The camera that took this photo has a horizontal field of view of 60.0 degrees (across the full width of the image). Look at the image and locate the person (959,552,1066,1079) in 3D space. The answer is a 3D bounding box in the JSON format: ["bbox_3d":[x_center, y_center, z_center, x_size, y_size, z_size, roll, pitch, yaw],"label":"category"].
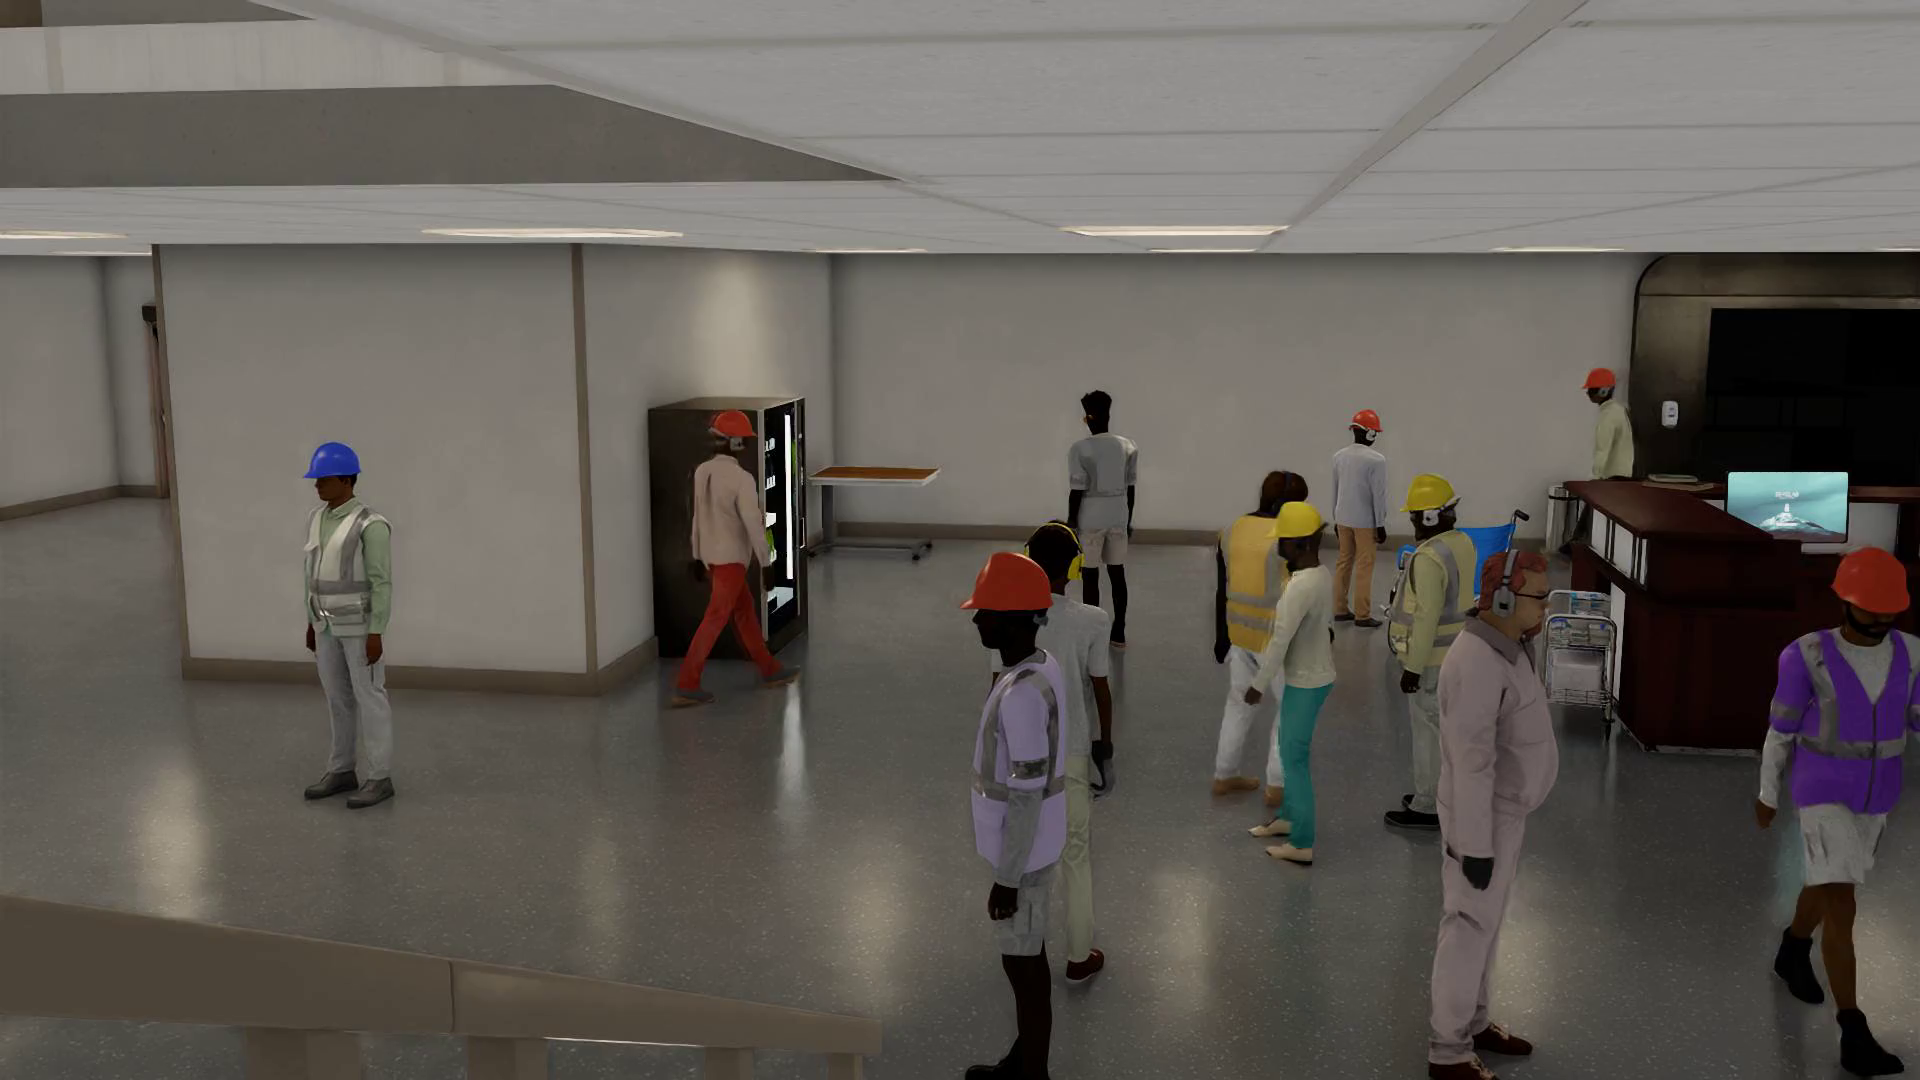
[{"bbox_3d":[0.174,0.998,5.503,0.354,1.939,0.544,1,9,4],"label":"person"}]

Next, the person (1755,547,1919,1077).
[{"bbox_3d":[3.275,0.934,6.136,0.550,1.873,1.056,0,9,-3],"label":"person"}]

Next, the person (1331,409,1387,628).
[{"bbox_3d":[3.215,-0.173,13.322,0.352,1.743,0.564,-5,11,-30],"label":"person"}]

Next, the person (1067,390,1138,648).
[{"bbox_3d":[1.044,-0.141,12.460,0.603,1.959,0.376,-5,10,-28],"label":"person"}]

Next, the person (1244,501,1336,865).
[{"bbox_3d":[1.616,0.678,8.063,0.405,1.748,0.530,4,10,21],"label":"person"}]

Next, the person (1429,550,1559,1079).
[{"bbox_3d":[1.870,0.969,5.815,0.398,1.899,0.649,4,10,25],"label":"person"}]

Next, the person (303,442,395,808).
[{"bbox_3d":[-3.273,0.445,8.879,0.605,1.948,0.384,5,11,30],"label":"person"}]

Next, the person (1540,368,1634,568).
[{"bbox_3d":[5.943,-0.625,15.500,1.059,1.932,0.642,4,10,24],"label":"person"}]

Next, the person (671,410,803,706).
[{"bbox_3d":[-1.501,0.110,10.993,1.046,1.938,0.647,-7,11,-37],"label":"person"}]

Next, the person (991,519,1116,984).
[{"bbox_3d":[0.366,0.846,6.648,0.528,1.871,0.323,2,9,11],"label":"person"}]

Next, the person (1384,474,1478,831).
[{"bbox_3d":[2.399,0.570,8.502,0.403,1.823,0.586,6,11,33],"label":"person"}]

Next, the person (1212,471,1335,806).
[{"bbox_3d":[1.673,0.526,8.841,0.529,1.805,0.647,-6,11,-35],"label":"person"}]
